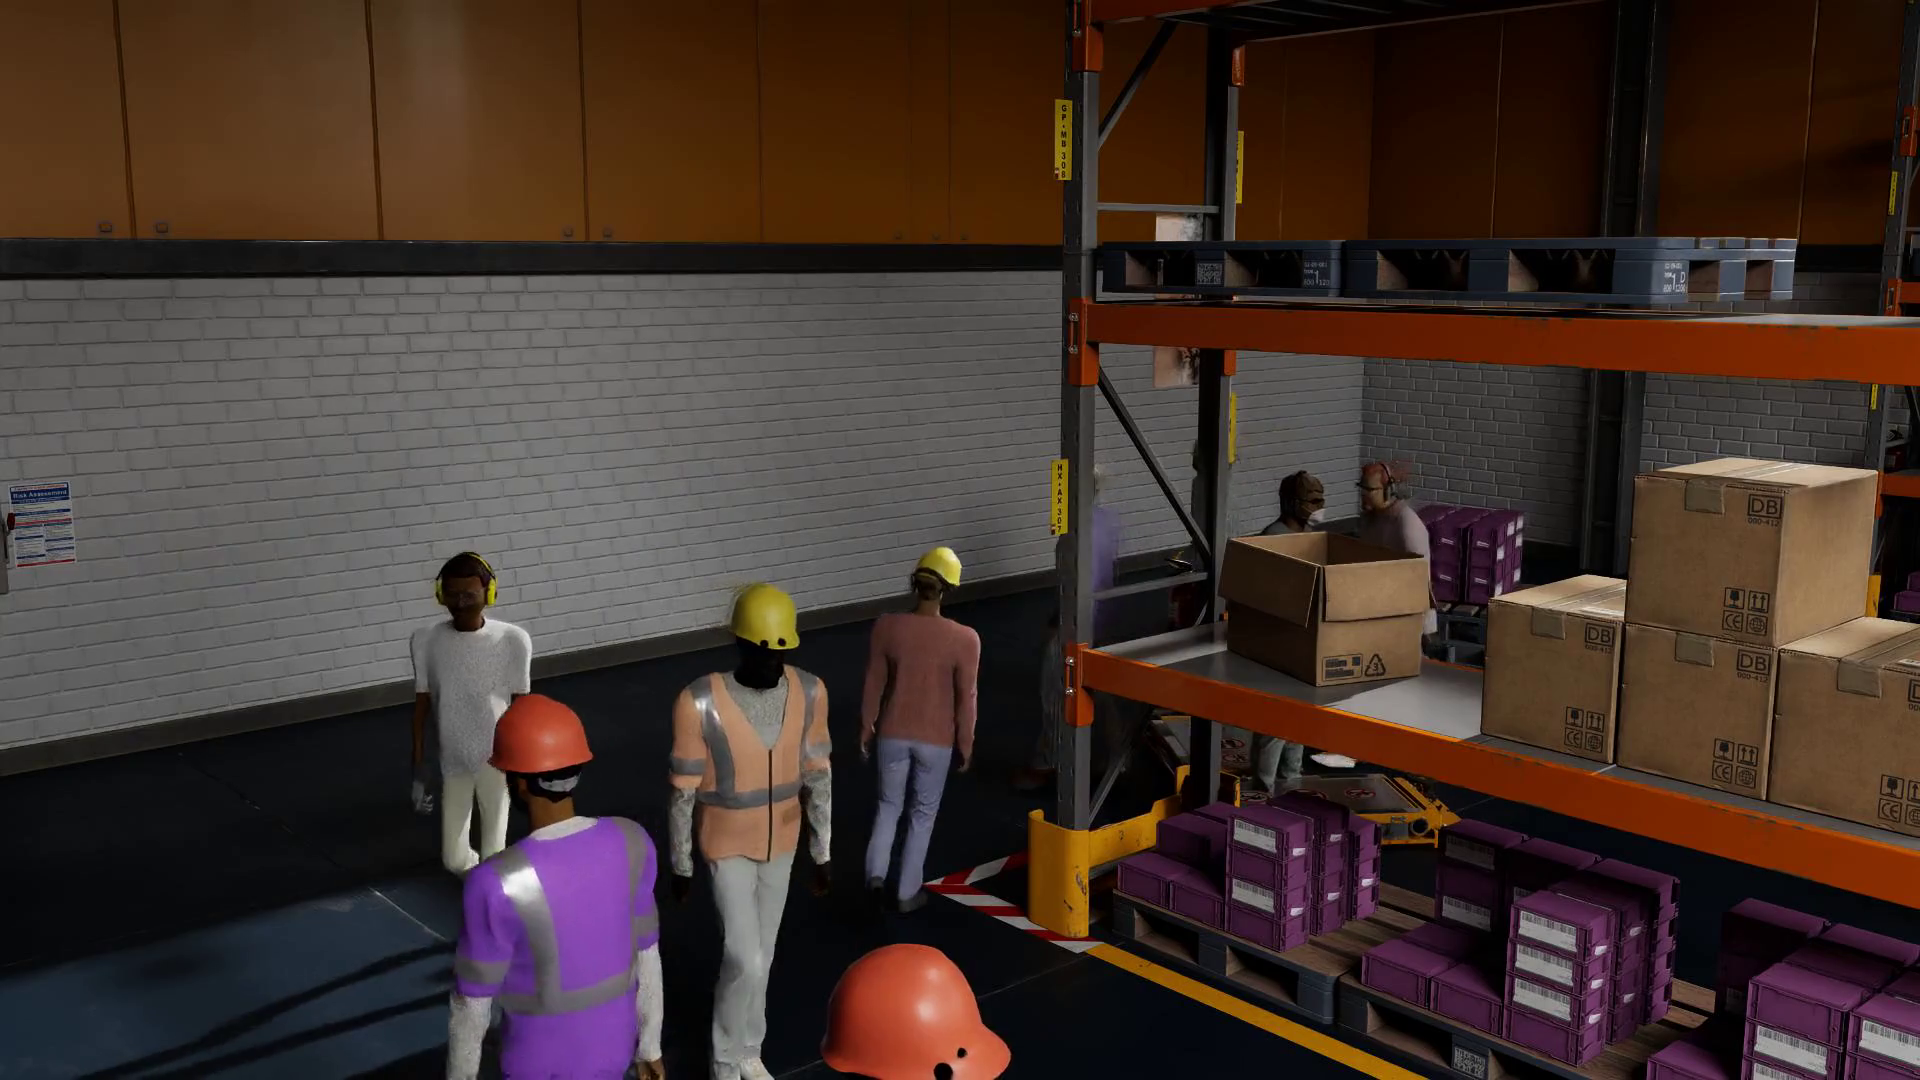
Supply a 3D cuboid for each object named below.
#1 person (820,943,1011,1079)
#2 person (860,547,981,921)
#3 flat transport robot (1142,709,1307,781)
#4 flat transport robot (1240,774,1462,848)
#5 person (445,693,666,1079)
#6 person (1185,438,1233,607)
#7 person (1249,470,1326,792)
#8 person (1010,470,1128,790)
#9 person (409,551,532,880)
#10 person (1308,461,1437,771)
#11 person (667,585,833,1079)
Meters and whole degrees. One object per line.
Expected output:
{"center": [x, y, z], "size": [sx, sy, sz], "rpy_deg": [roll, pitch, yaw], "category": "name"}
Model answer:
{"center": [-0.101, 1.601, 2.804], "size": [0.368, 1.939, 0.542], "rpy_deg": [2, 10, 13], "category": "person"}
{"center": [-0.200, 0.905, 7.498], "size": [0.561, 1.734, 0.576], "rpy_deg": [3, 10, 14], "category": "person"}
{"center": [1.521, 1.256, 9.702], "size": [0.652, 0.197, 1.431], "rpy_deg": [-1, 10, -5], "category": "flat transport robot"}
{"center": [1.885, 1.425, 8.712], "size": [1.431, 0.197, 0.652], "rpy_deg": [-1, 10, -5], "category": "flat transport robot"}
{"center": [-1.114, 1.340, 4.398], "size": [0.793, 1.905, 0.563], "rpy_deg": [8, 12, 38], "category": "person"}
{"center": [1.964, 0.037, 12.641], "size": [0.816, 1.714, 0.491], "rpy_deg": [-4, 11, -23], "category": "person"}
{"center": [1.743, 0.591, 8.753], "size": [0.381, 1.932, 0.632], "rpy_deg": [7, 12, 34], "category": "person"}
{"center": [0.661, 0.489, 9.411], "size": [0.675, 1.904, 0.688], "rpy_deg": [2, 10, 14], "category": "person"}
{"center": [-2.029, 0.934, 6.984], "size": [0.523, 1.845, 0.782], "rpy_deg": [0, 10, -1], "category": "person"}
{"center": [2.555, 0.434, 9.919], "size": [1.025, 1.847, 0.687], "rpy_deg": [-2, 10, -9], "category": "person"}
{"center": [-0.709, 1.090, 5.893], "size": [0.581, 1.901, 0.575], "rpy_deg": [-7, 12, -37], "category": "person"}
